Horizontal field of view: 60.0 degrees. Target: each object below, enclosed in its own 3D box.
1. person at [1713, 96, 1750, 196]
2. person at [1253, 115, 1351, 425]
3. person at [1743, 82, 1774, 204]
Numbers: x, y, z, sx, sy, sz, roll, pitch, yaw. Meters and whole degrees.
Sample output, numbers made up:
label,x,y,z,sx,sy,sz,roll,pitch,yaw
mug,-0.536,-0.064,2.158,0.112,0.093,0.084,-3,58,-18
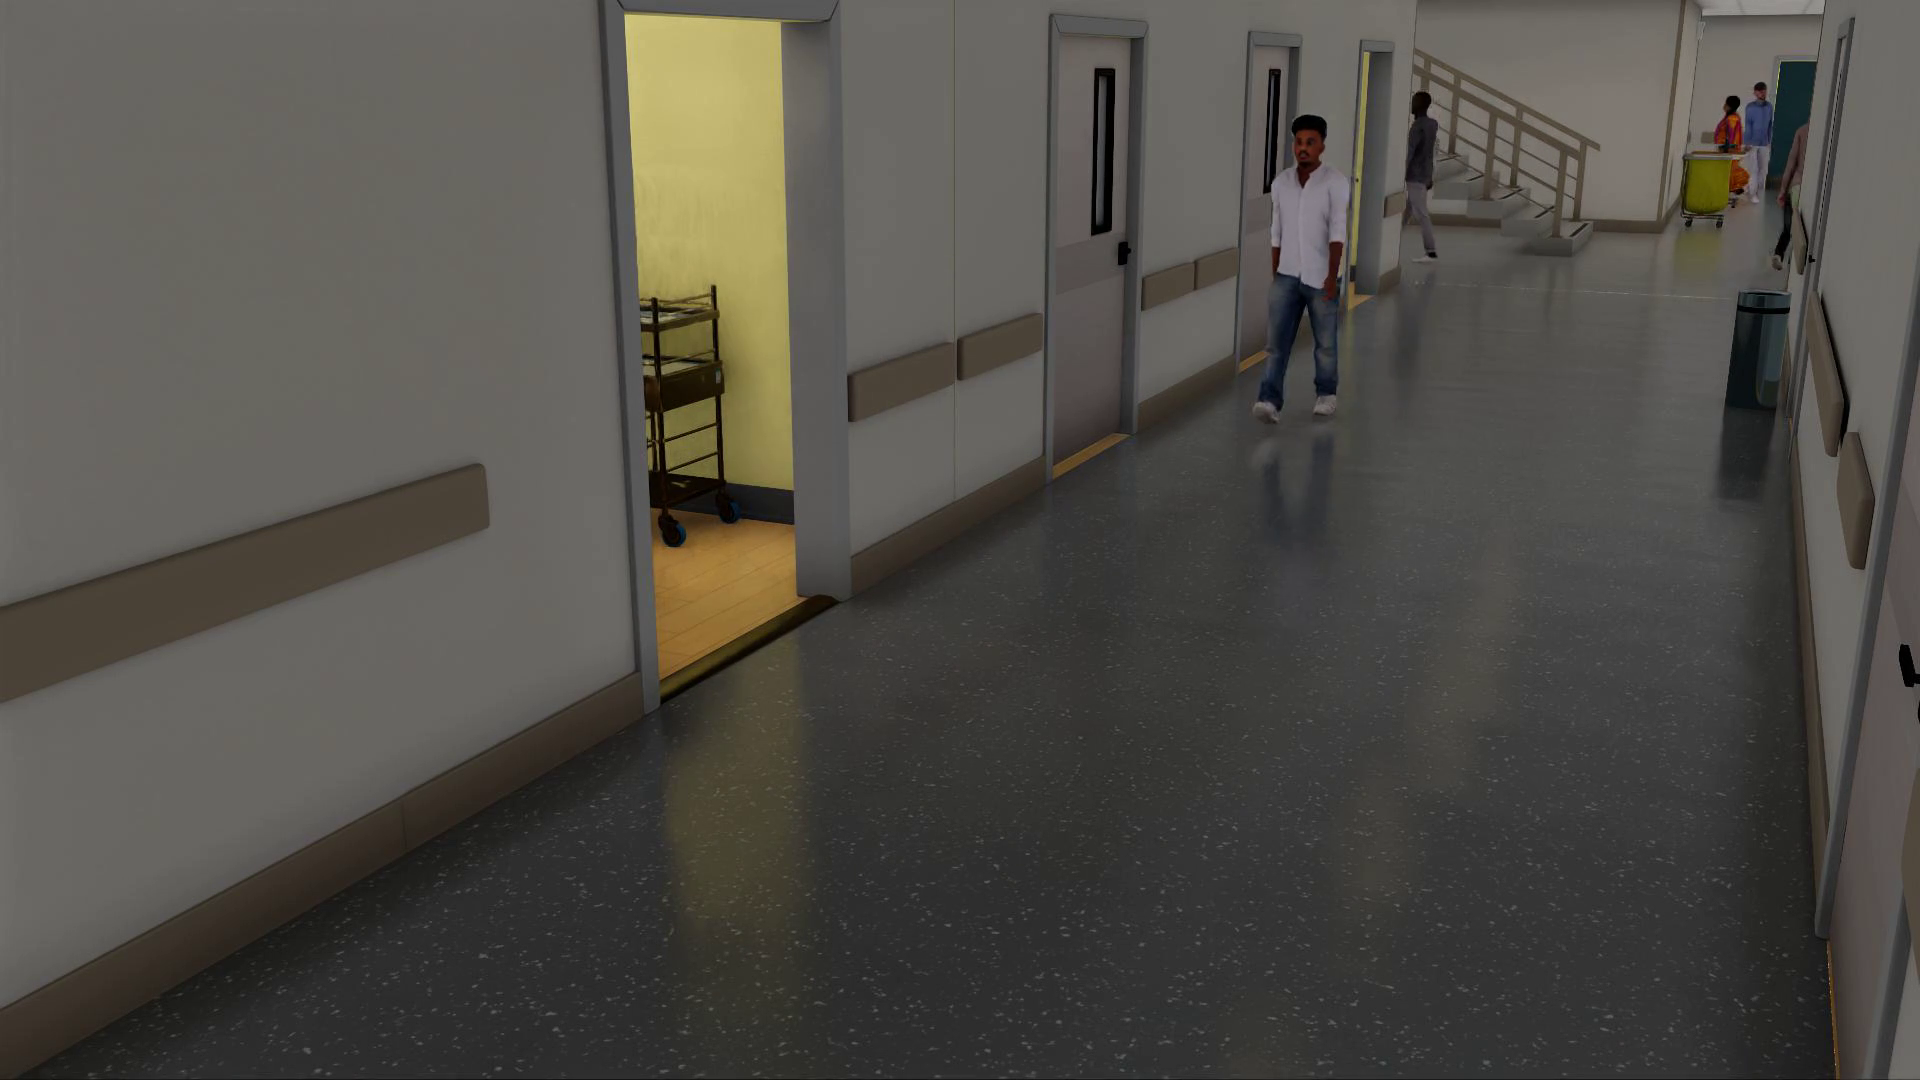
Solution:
label,x,y,z,sx,sy,sz,roll,pitch,yaw
person,12.900,-6.580,27.819,1.130,1.652,0.722,9,18,30
person,2.097,-1.567,9.829,1.124,1.765,0.781,9,18,28
person,12.561,-6.271,26.329,0.884,1.867,0.934,-3,16,-12
